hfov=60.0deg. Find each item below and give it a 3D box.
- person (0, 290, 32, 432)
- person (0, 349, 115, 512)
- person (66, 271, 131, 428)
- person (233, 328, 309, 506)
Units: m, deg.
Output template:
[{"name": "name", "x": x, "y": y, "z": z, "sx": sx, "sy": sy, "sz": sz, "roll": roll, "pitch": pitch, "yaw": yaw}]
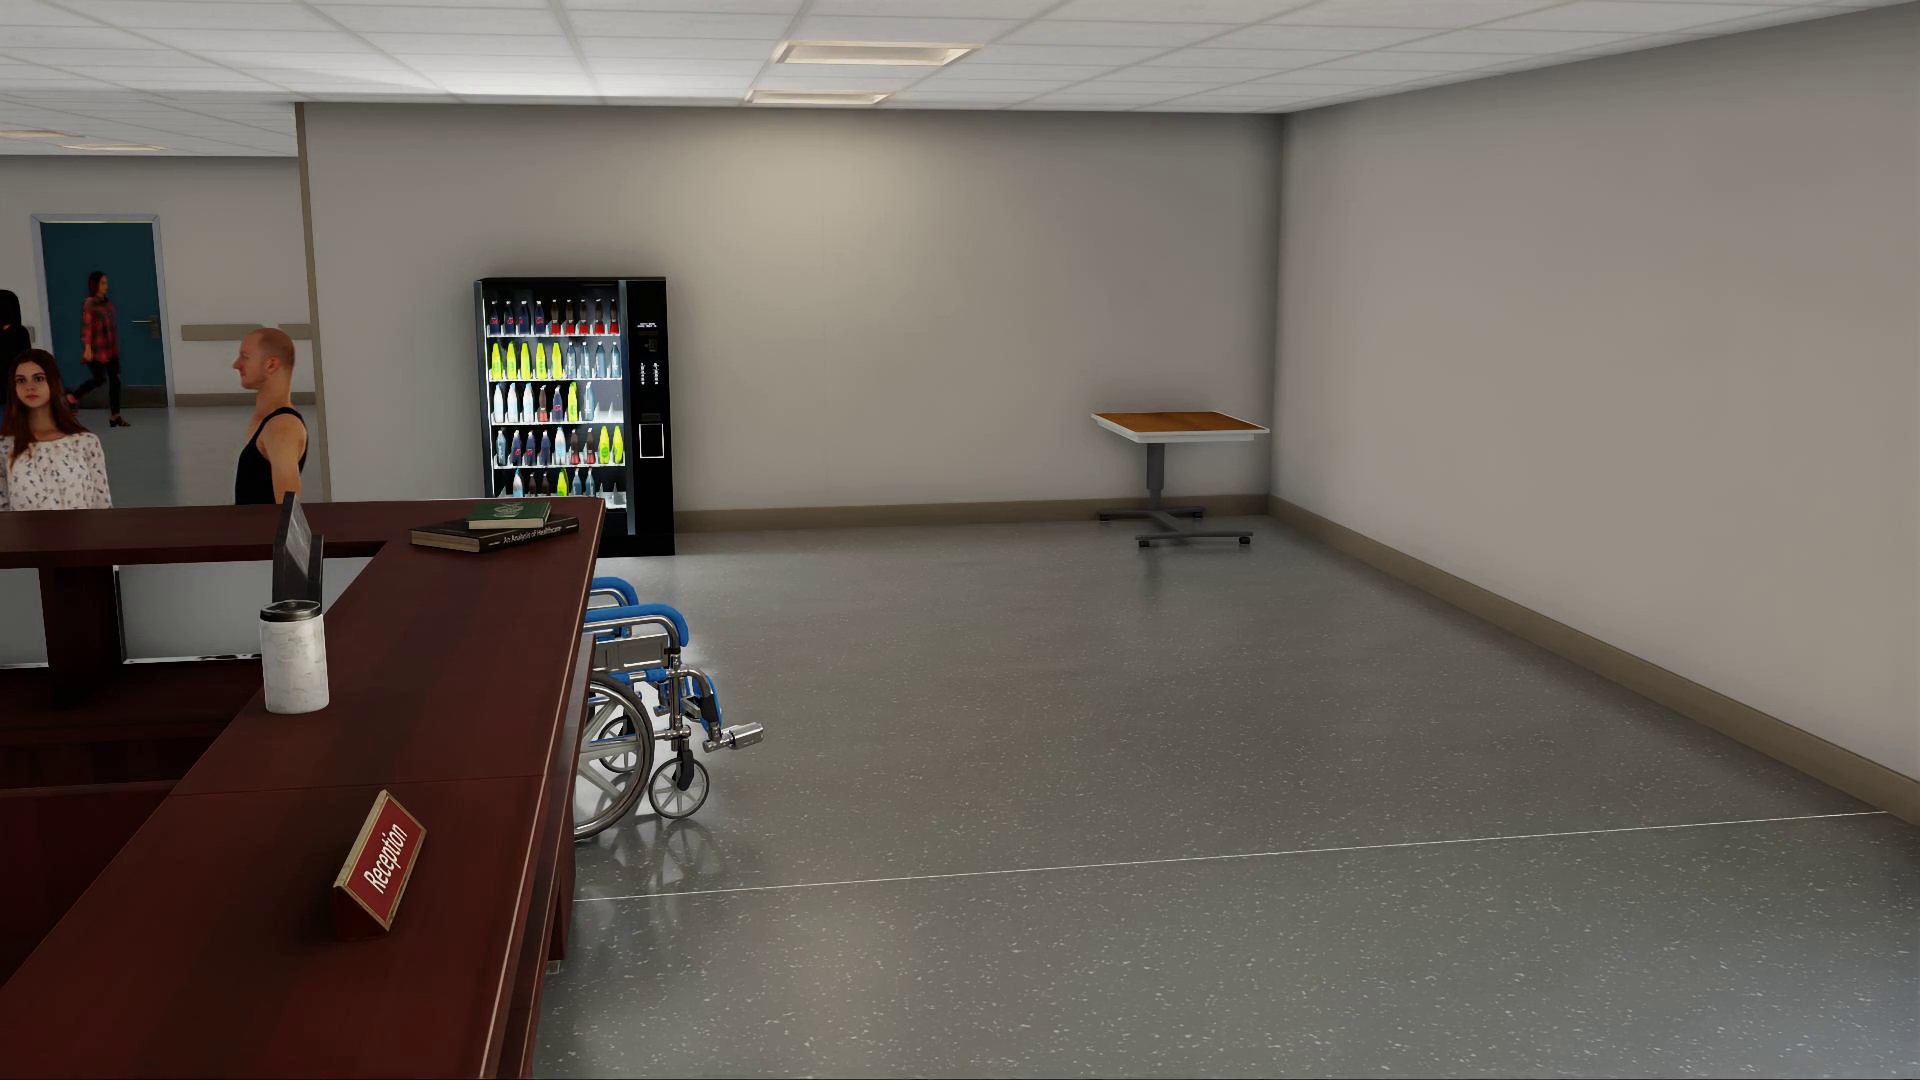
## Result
[{"name": "person", "x": -8.137, "y": -1.322, "z": 14.277, "sx": 0.502, "sy": 1.647, "sz": 0.666, "roll": 0, "pitch": 11, "yaw": 0}, {"name": "person", "x": -3.485, "y": 0.128, "z": 6.417, "sx": 0.534, "sy": 1.728, "sz": 0.697, "roll": -6, "pitch": 12, "yaw": -27}, {"name": "person", "x": -9.350, "y": -2.037, "z": 17.949, "sx": 0.996, "sy": 1.683, "sz": 0.812, "roll": 1, "pitch": 11, "yaw": 5}, {"name": "person", "x": -2.559, "y": 0.106, "z": 6.296, "sx": 0.644, "sy": 1.816, "sz": 0.701, "roll": -6, "pitch": 12, "yaw": -30}]
